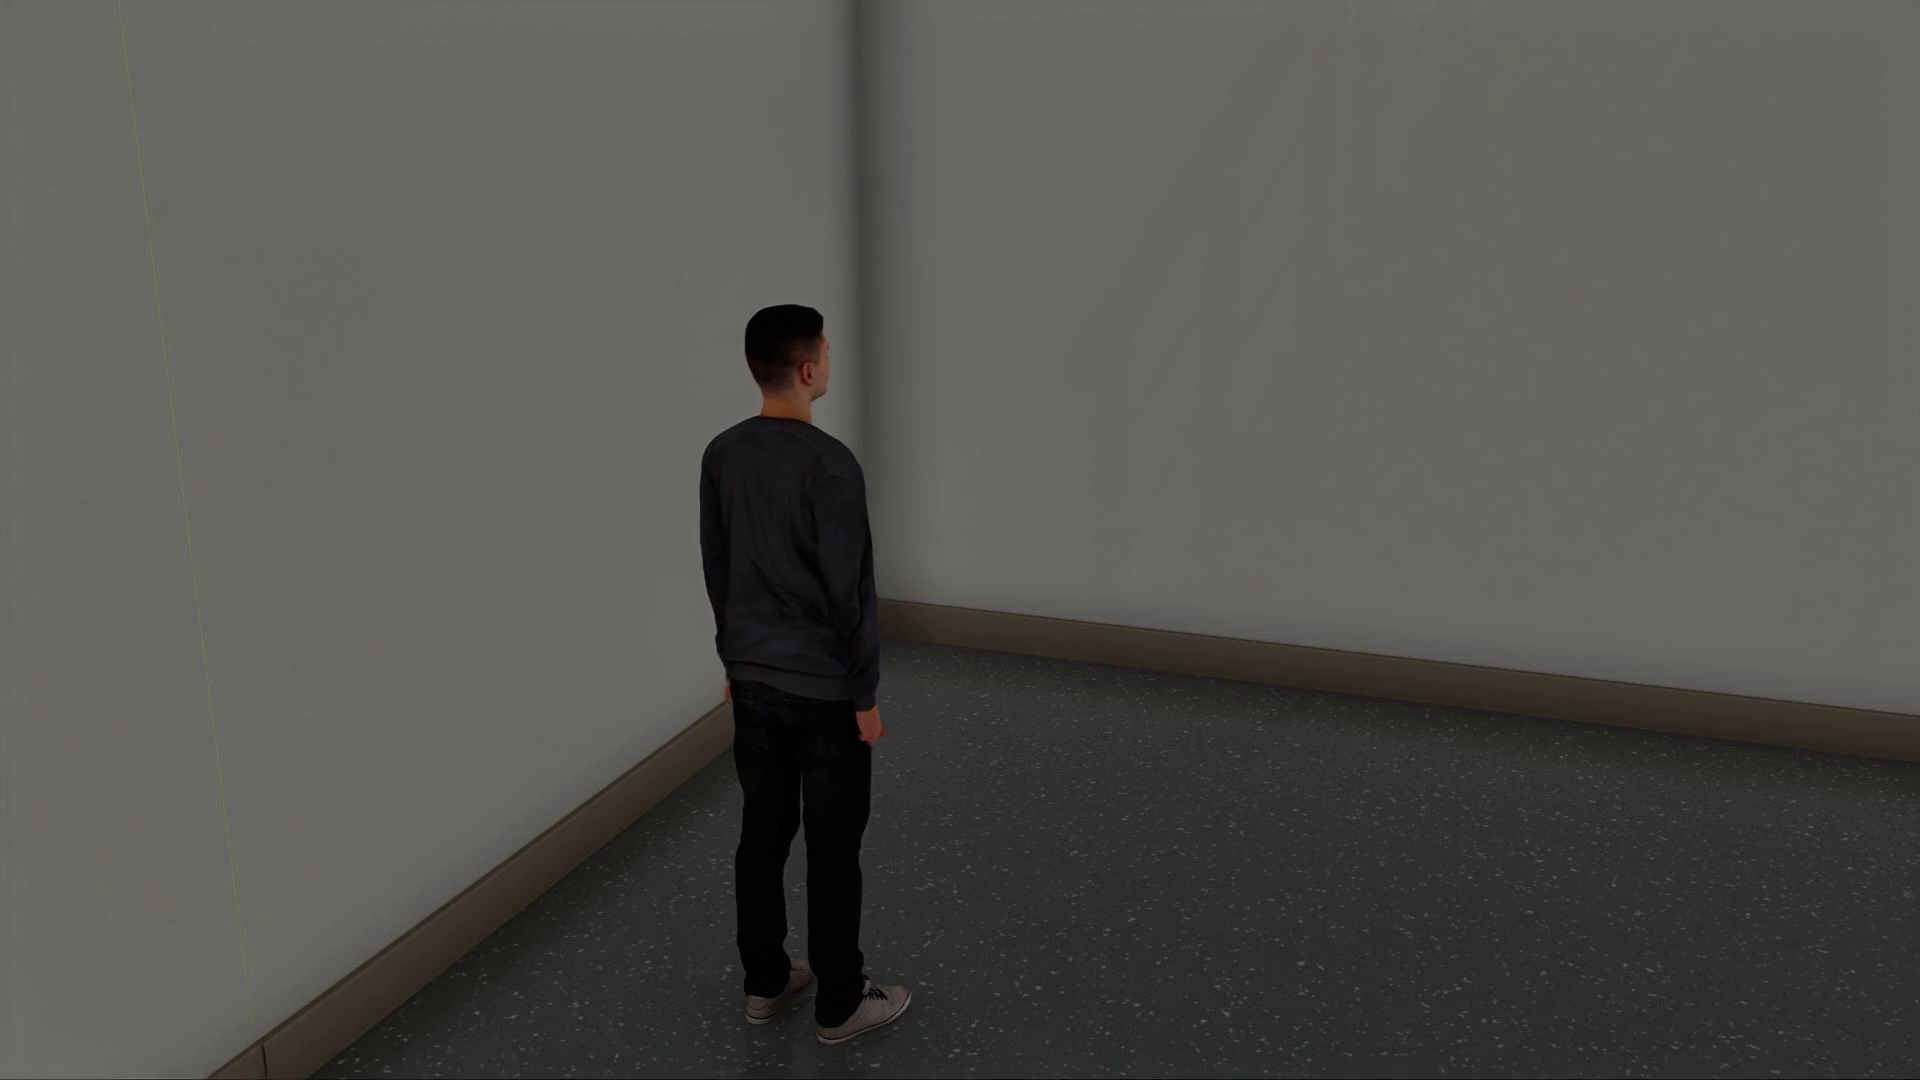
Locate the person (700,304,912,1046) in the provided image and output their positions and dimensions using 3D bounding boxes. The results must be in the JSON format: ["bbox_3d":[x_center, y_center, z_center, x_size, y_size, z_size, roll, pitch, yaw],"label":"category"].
[{"bbox_3d":[-0.383,0.330,3.895,0.666,1.760,0.623,10,19,32],"label":"person"}]
